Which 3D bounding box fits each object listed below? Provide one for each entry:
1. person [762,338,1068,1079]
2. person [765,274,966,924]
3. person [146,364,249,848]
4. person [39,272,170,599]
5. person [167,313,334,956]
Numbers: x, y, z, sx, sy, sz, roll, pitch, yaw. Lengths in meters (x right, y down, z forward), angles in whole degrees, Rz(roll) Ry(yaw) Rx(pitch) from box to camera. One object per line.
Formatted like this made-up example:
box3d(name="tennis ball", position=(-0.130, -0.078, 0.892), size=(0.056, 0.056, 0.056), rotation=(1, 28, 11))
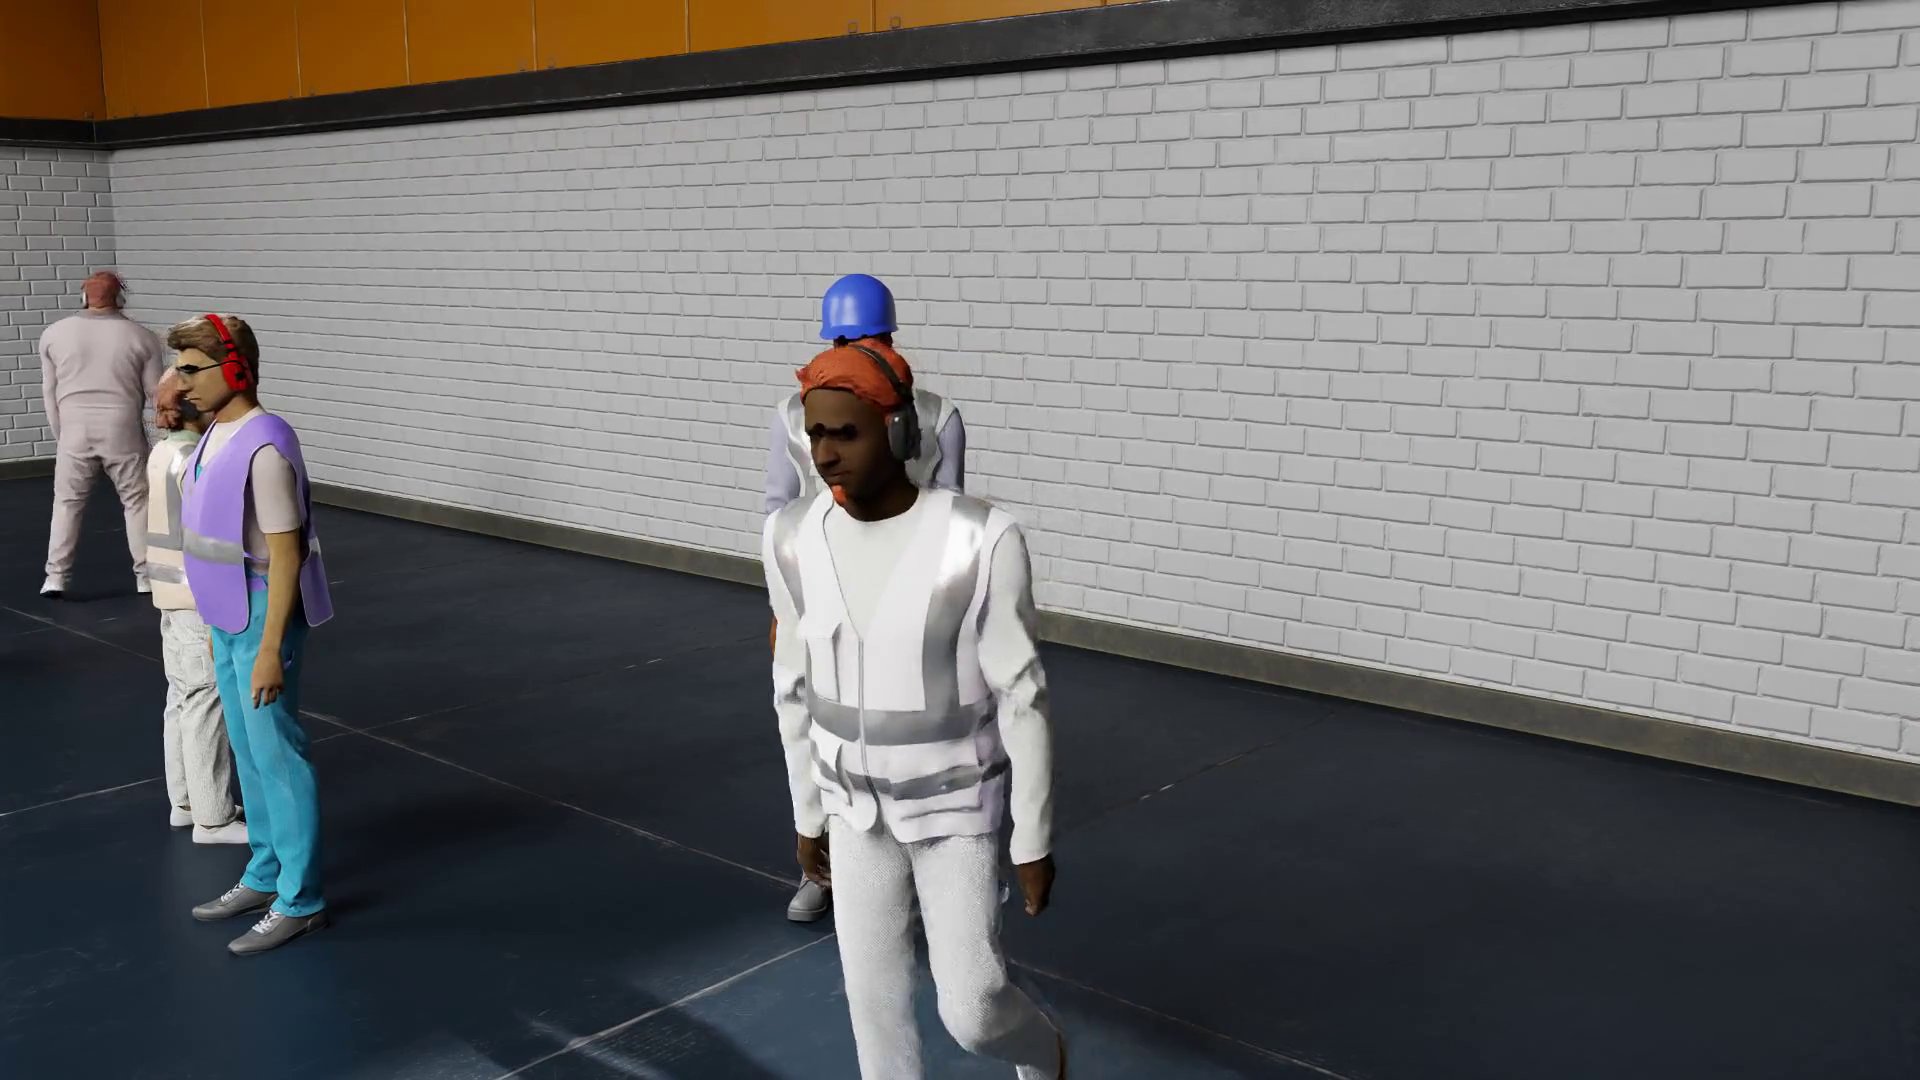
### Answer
box3d(name="person", position=(-0.061, 0.520, 3.317), size=(0.591, 1.863, 0.628), rotation=(5, 11, 29))
box3d(name="person", position=(-0.281, 0.189, 4.967), size=(0.618, 1.945, 0.395), rotation=(1, 10, 5))
box3d(name="person", position=(-2.588, 0.222, 5.668), size=(0.311, 1.636, 0.522), rotation=(-8, 13, -39))
box3d(name="person", position=(-4.948, -0.585, 9.570), size=(0.816, 1.886, 0.532), rotation=(-3, 10, -17))
box3d(name="person", position=(-2.047, 0.266, 4.843), size=(0.390, 1.838, 0.564), rotation=(-8, 13, -38))
